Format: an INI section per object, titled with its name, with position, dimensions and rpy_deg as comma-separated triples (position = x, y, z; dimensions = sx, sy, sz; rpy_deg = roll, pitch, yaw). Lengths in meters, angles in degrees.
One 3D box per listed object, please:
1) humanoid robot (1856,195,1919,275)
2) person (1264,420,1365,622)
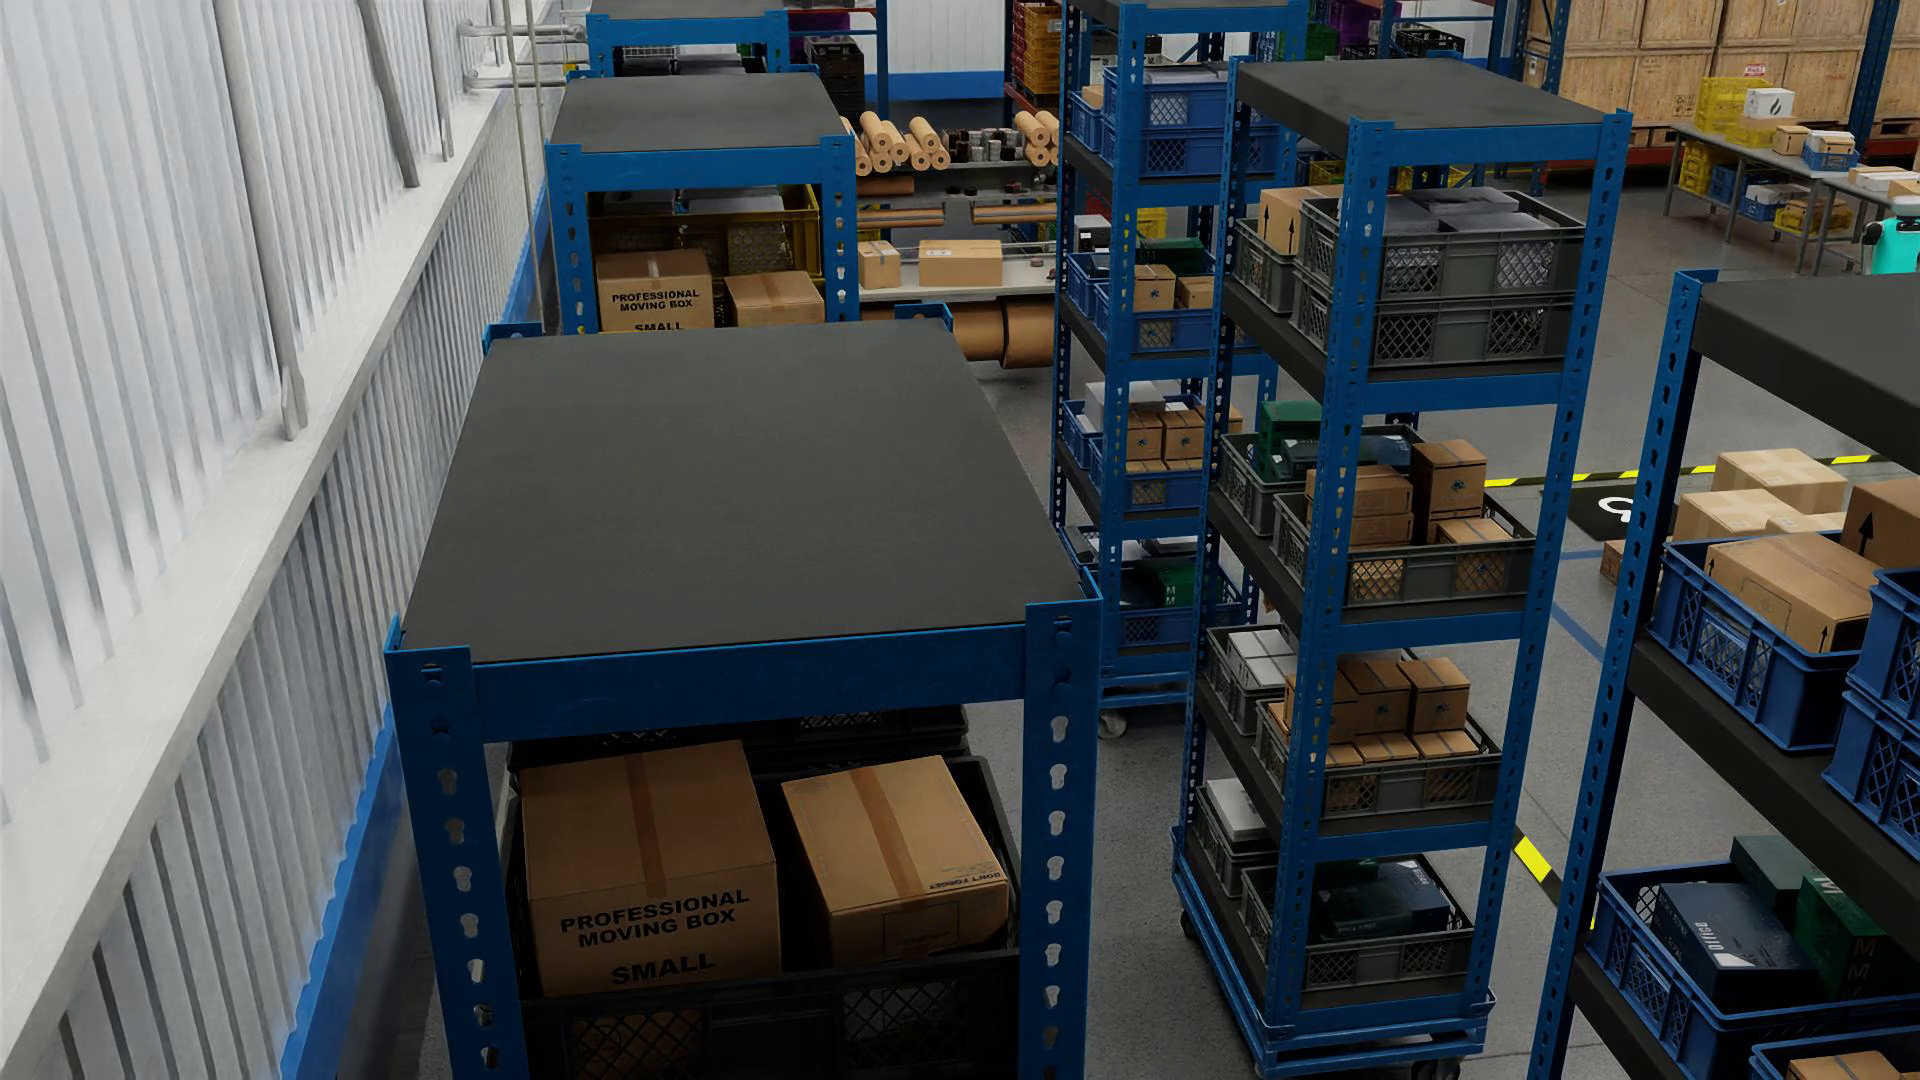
[humanoid robot]
position = 6.638, -1.543, 11.735
dimensions = 0.533, 1.676, 0.735
rpy_deg = 0, 25, 0
[person]
position = 1.745, 0.203, 7.963
dimensions = 0.596, 1.849, 0.392
rpy_deg = -2, 25, -3
